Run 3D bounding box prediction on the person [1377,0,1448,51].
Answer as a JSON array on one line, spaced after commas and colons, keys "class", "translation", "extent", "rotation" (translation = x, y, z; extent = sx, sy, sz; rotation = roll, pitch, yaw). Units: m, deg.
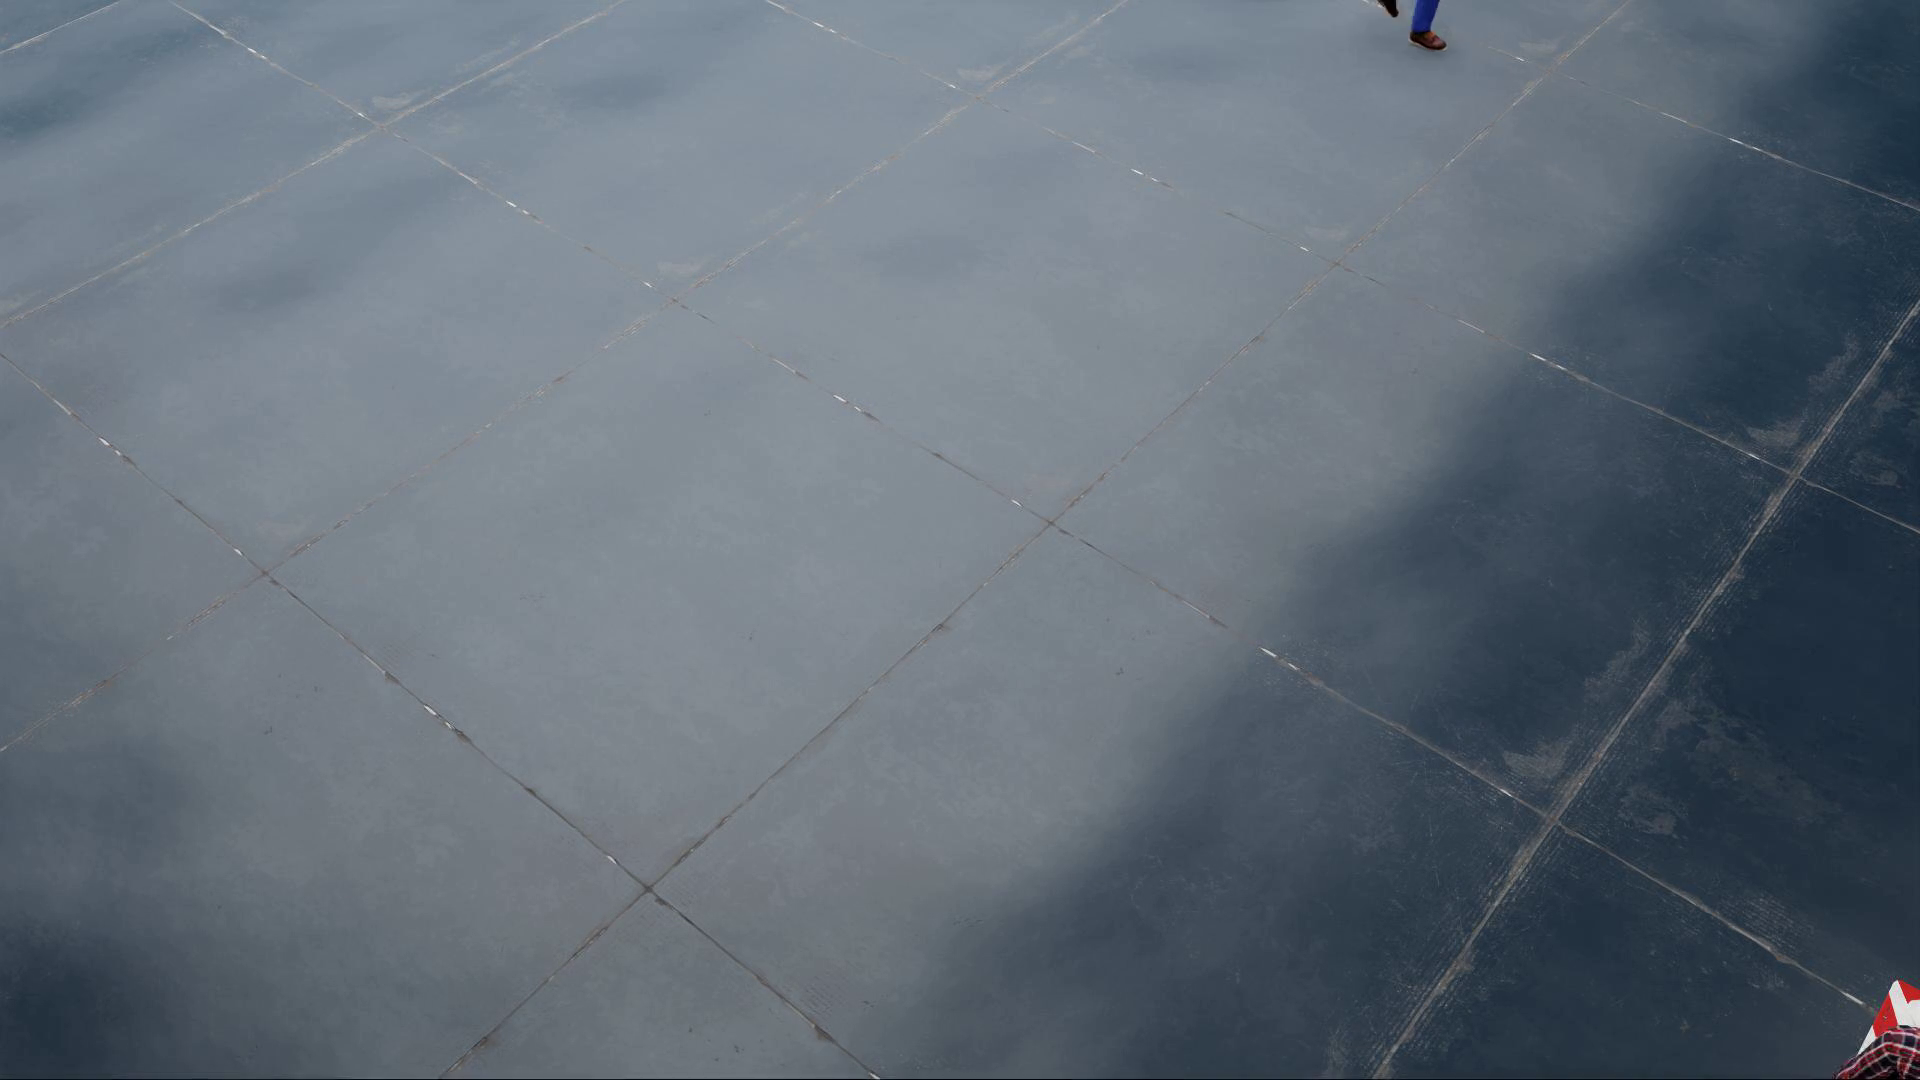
[{"class": "person", "translation": [3.359, -4.412, 11.887], "extent": [0.944, 1.845, 0.798], "rotation": [22, 51, 19]}]
